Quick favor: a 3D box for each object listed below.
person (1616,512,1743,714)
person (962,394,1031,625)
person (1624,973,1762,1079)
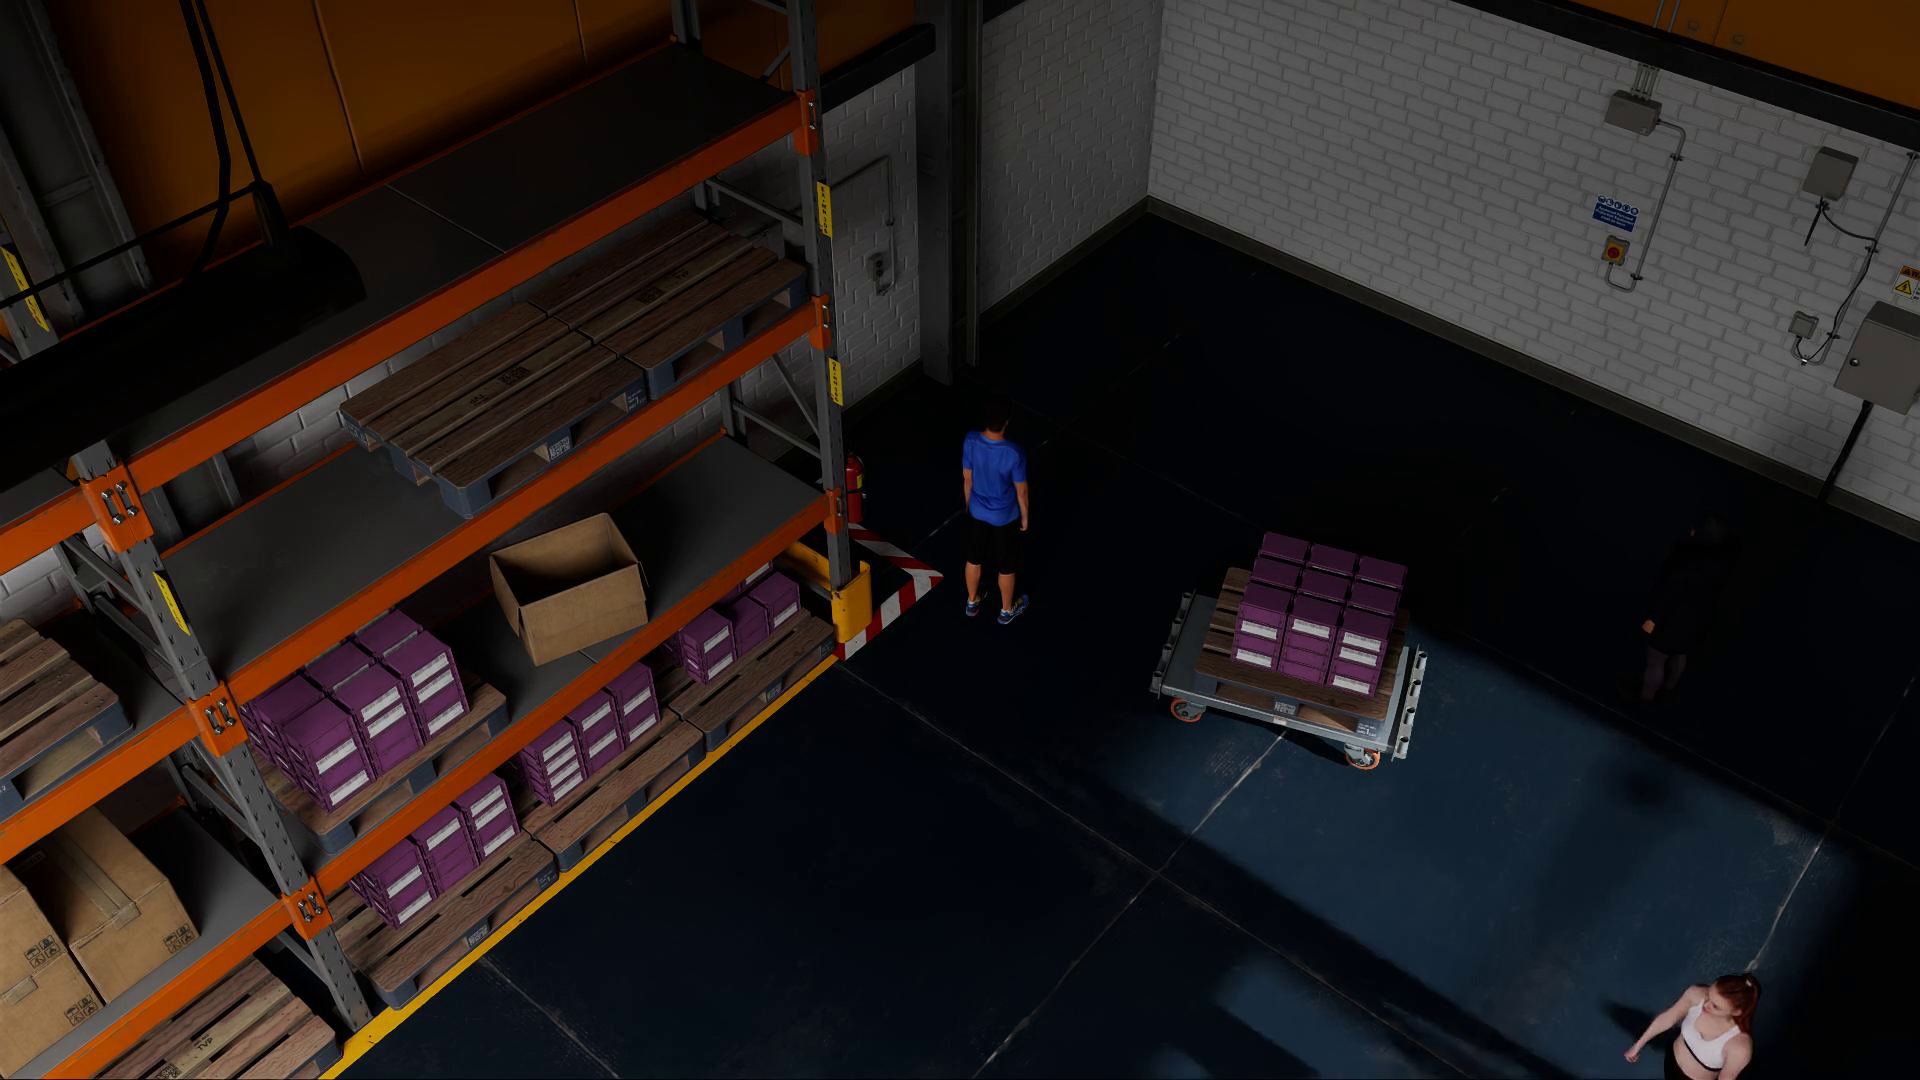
[{"bbox_3d":[4.561,0.456,10.498,0.717,1.674,0.829,-17,46,-17],"label":"person"},{"bbox_3d":[0.221,-0.193,11.039,0.671,1.868,0.642,17,46,17],"label":"person"},{"bbox_3d":[3.665,2.636,8.191,1.165,1.701,1.036,-8,44,-8],"label":"person"}]
